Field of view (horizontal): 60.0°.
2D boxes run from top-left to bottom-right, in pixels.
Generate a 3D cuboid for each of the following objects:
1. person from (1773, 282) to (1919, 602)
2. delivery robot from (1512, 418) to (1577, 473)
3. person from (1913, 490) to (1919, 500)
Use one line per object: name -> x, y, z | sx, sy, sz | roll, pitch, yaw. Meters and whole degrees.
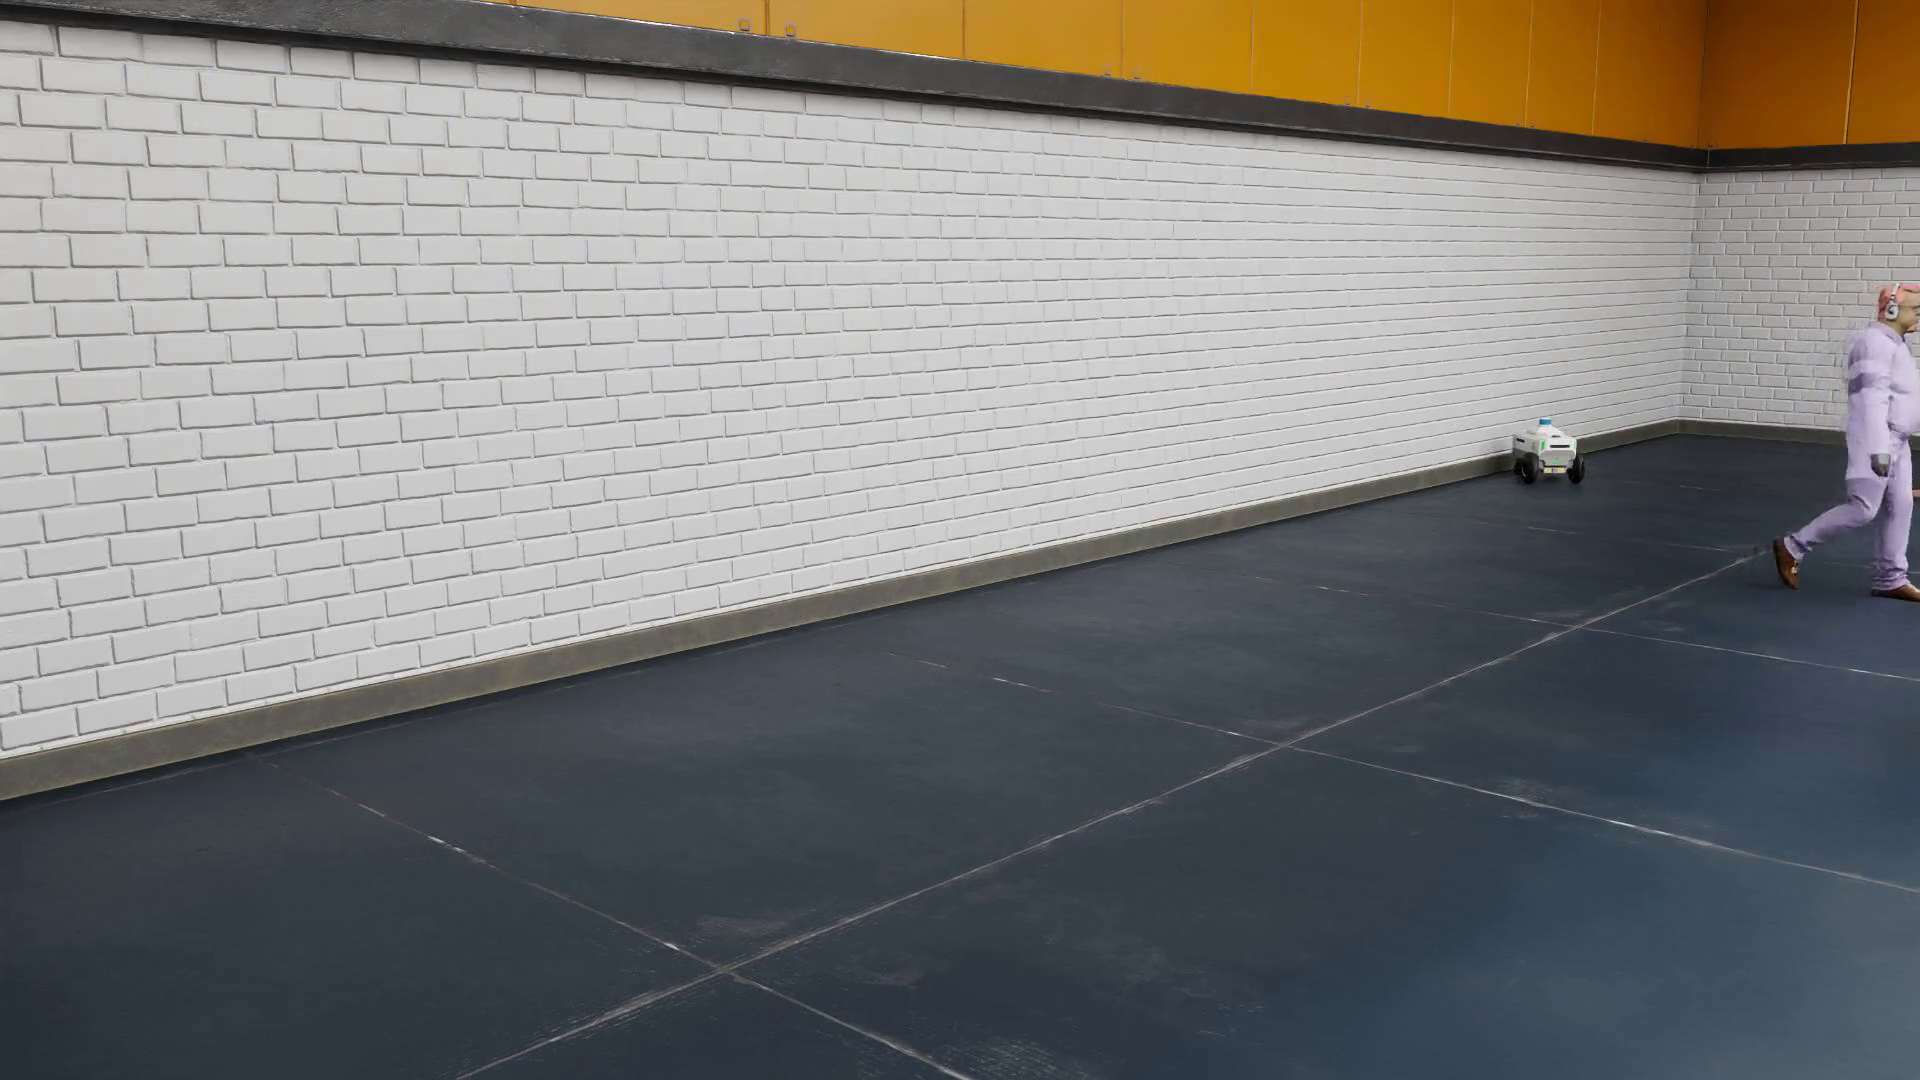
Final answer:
person -> 5.371, -0.580, 9.845 | 0.797, 1.883, 0.655 | 9, 13, 41
delivery robot -> 5.222, -0.850, 14.880 | 0.477, 0.478, 0.707 | 0, 10, -3
person -> 8.128, -1.322, 13.601 | 0.611, 2.043, 0.374 | -1, 10, -5
